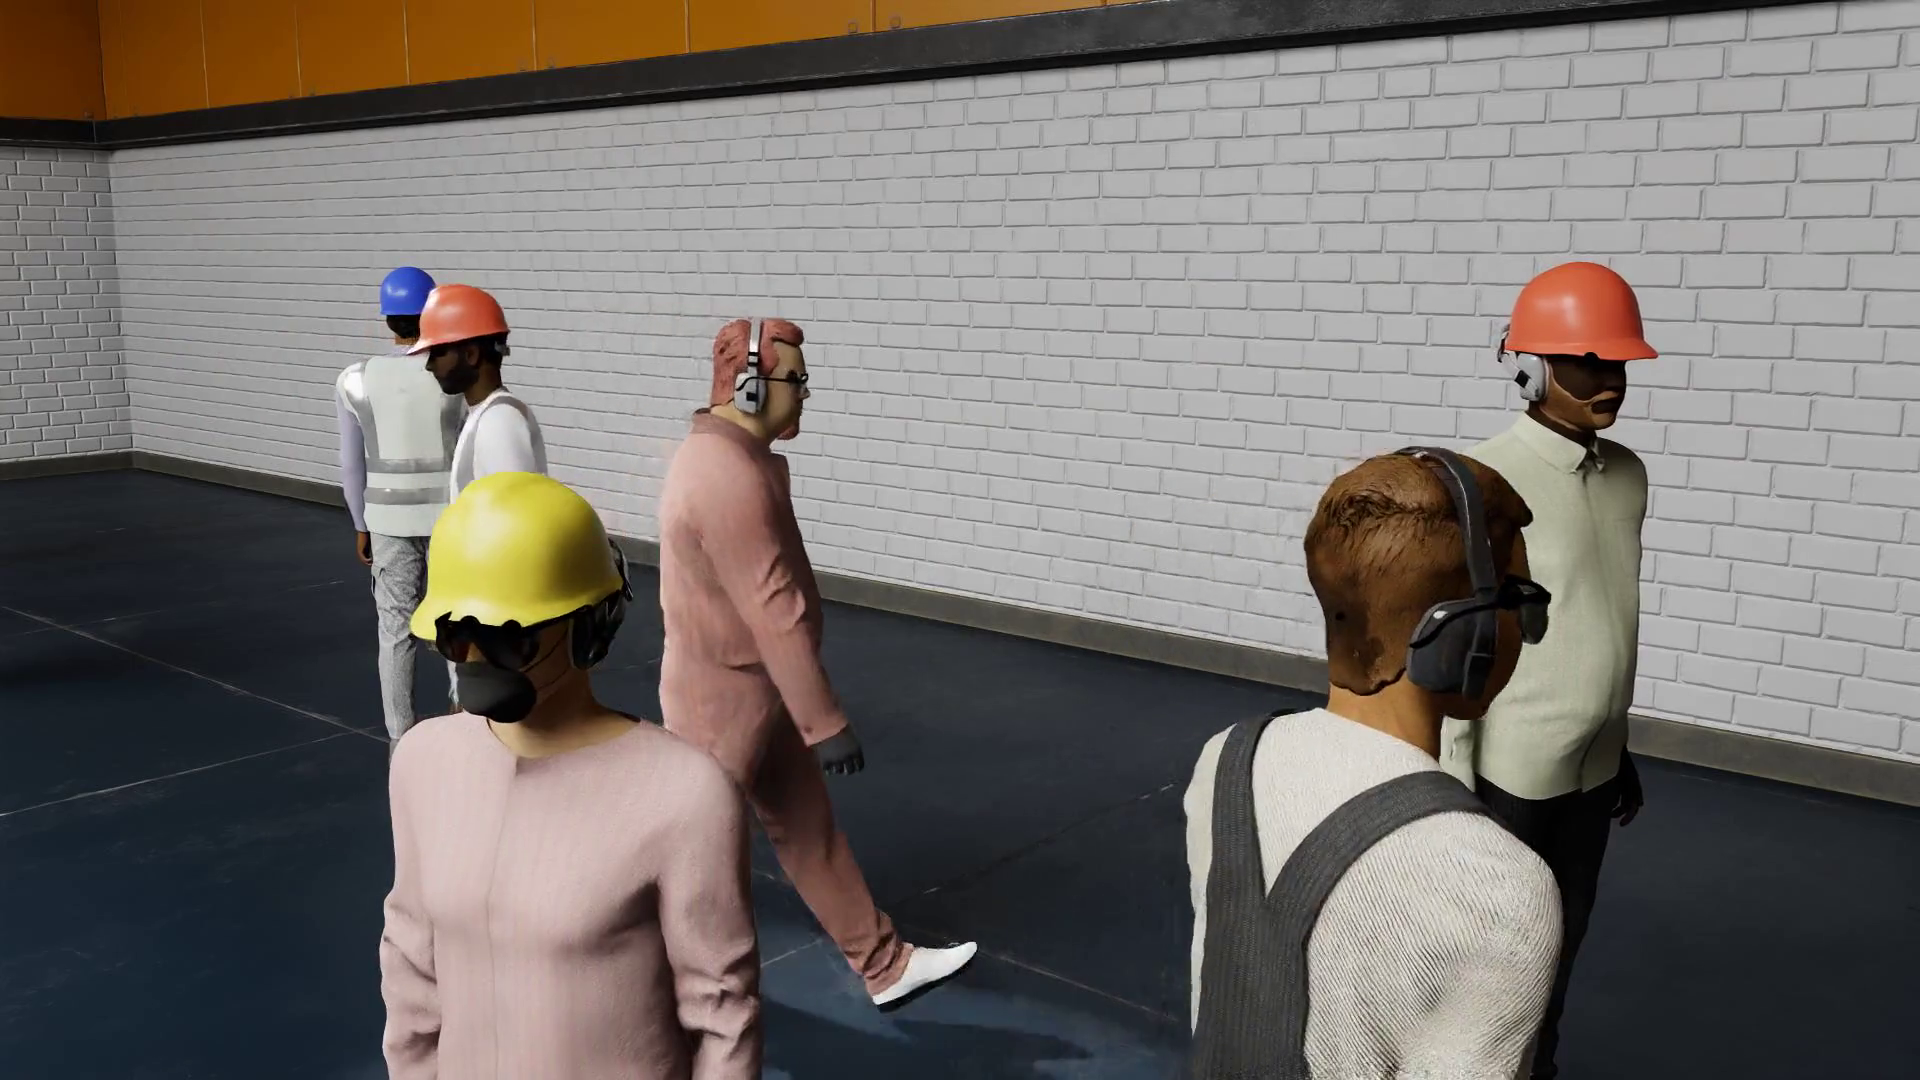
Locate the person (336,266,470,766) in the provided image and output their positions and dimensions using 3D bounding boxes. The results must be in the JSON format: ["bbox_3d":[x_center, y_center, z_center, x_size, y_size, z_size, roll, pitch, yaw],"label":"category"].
[{"bbox_3d":[-2.081,-0.076,6.470,0.604,1.951,0.380,-1,10,-4],"label":"person"}]

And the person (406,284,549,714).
[{"bbox_3d":[-1.352,0.200,4.997,0.764,1.916,0.604,-3,10,-15],"label":"person"}]

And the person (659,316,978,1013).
[{"bbox_3d":[-0.451,0.394,4.066,1.021,1.851,0.642,-1,10,-6],"label":"person"}]

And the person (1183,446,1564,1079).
[{"bbox_3d":[0.496,0.806,1.794,0.612,1.829,0.510,-6,12,-30],"label":"person"}]

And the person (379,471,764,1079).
[{"bbox_3d":[-0.506,0.786,2.094,0.533,1.765,0.330,4,11,21],"label":"person"}]

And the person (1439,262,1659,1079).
[{"bbox_3d":[1.189,0.441,3.397,0.625,1.992,0.388,-7,12,-34],"label":"person"}]
